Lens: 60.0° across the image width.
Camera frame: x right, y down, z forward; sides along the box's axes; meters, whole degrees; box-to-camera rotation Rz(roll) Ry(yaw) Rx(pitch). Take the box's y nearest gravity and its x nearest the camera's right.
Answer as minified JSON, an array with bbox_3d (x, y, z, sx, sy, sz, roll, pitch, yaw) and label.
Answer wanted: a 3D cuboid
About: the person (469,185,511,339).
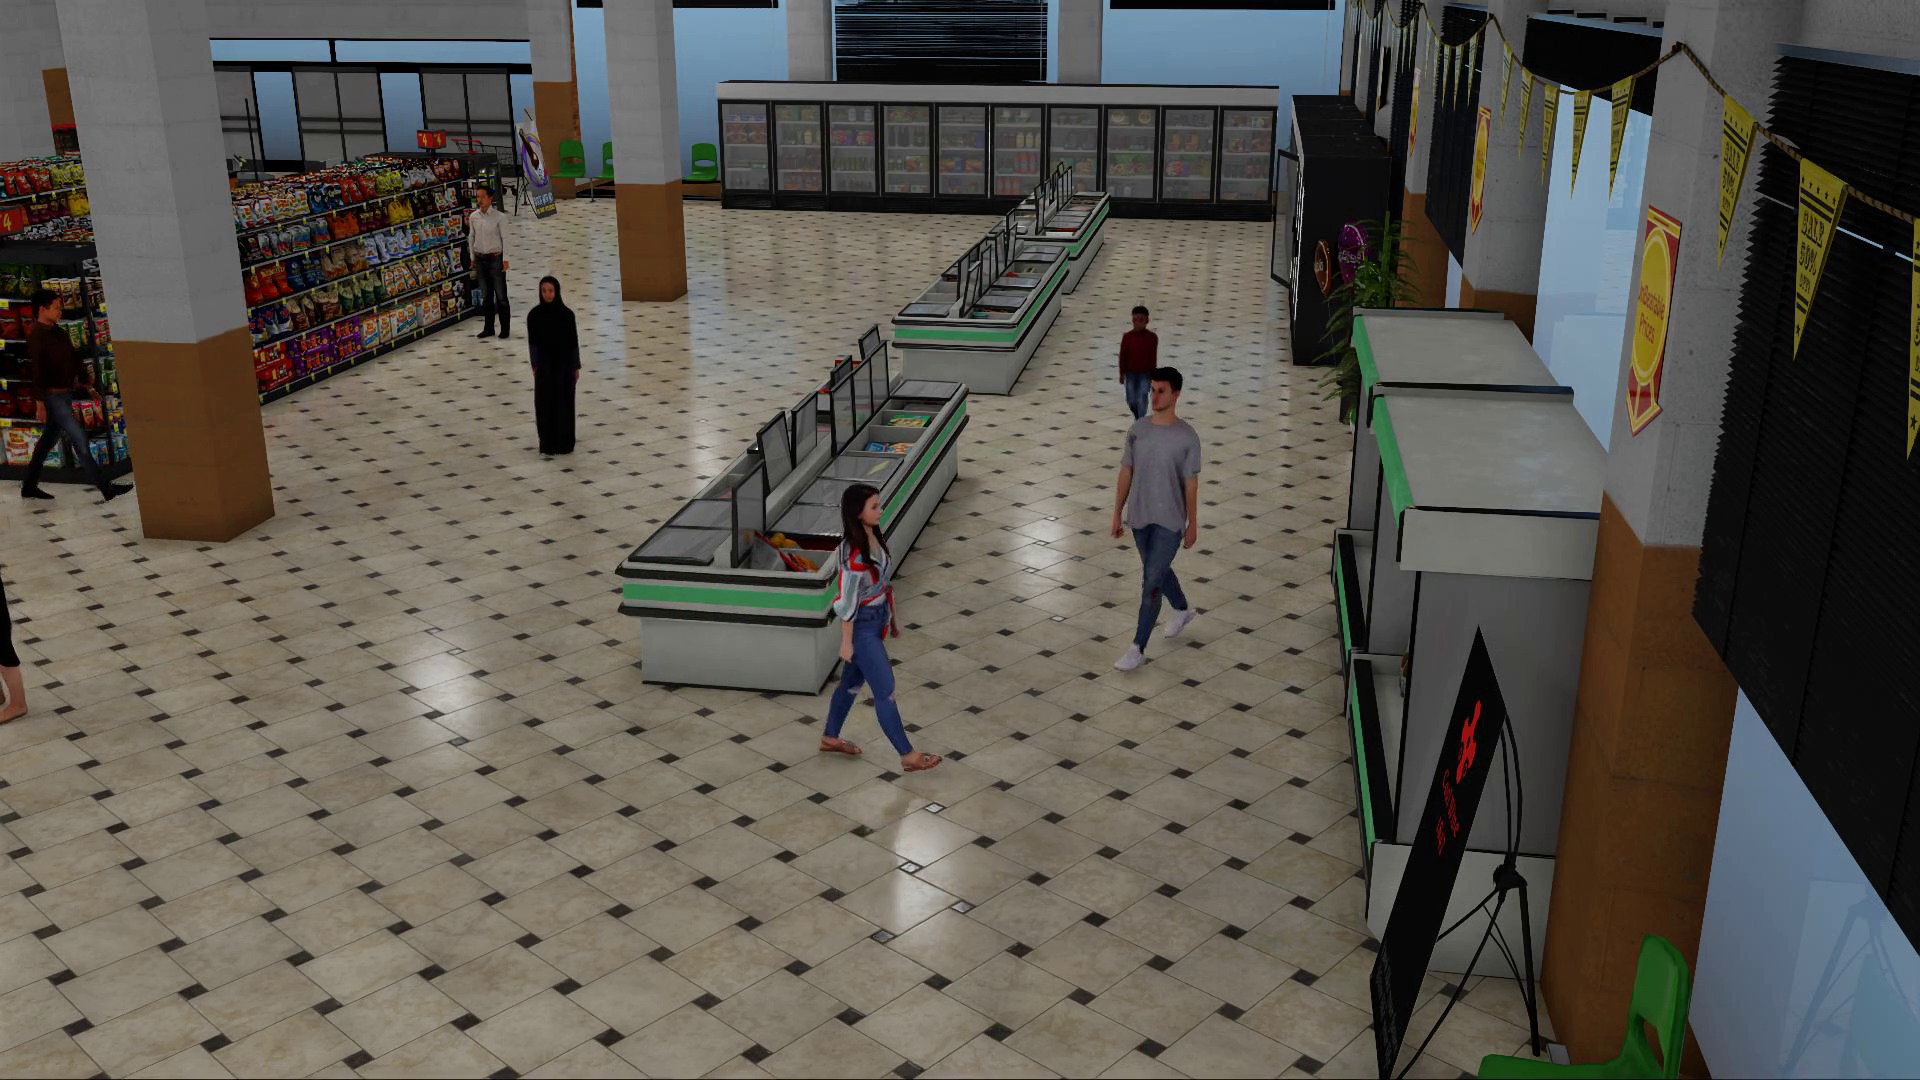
[{"bbox_3d":[-5.607,-3.330,19.884,0.656,1.811,0.557,4,19,12],"label":"person"}]

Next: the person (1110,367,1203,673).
[{"bbox_3d":[1.292,-0.149,10.400,1.094,1.843,1.314,15,24,38],"label":"person"}]

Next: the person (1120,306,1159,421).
[{"bbox_3d":[1.701,-1.598,15.661,0.517,1.226,0.779,4,19,11],"label":"person"}]

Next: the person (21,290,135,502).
[{"bbox_3d":[-7.396,-1.112,13.444,0.931,1.723,1.170,-1,19,-3],"label":"person"}]

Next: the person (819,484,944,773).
[{"bbox_3d":[-0.579,0.479,8.953,0.752,1.577,0.947,6,19,16],"label":"person"}]

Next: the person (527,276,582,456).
[{"bbox_3d":[-3.646,-1.598,15.060,0.742,1.610,0.839,-4,19,-11],"label":"person"}]
